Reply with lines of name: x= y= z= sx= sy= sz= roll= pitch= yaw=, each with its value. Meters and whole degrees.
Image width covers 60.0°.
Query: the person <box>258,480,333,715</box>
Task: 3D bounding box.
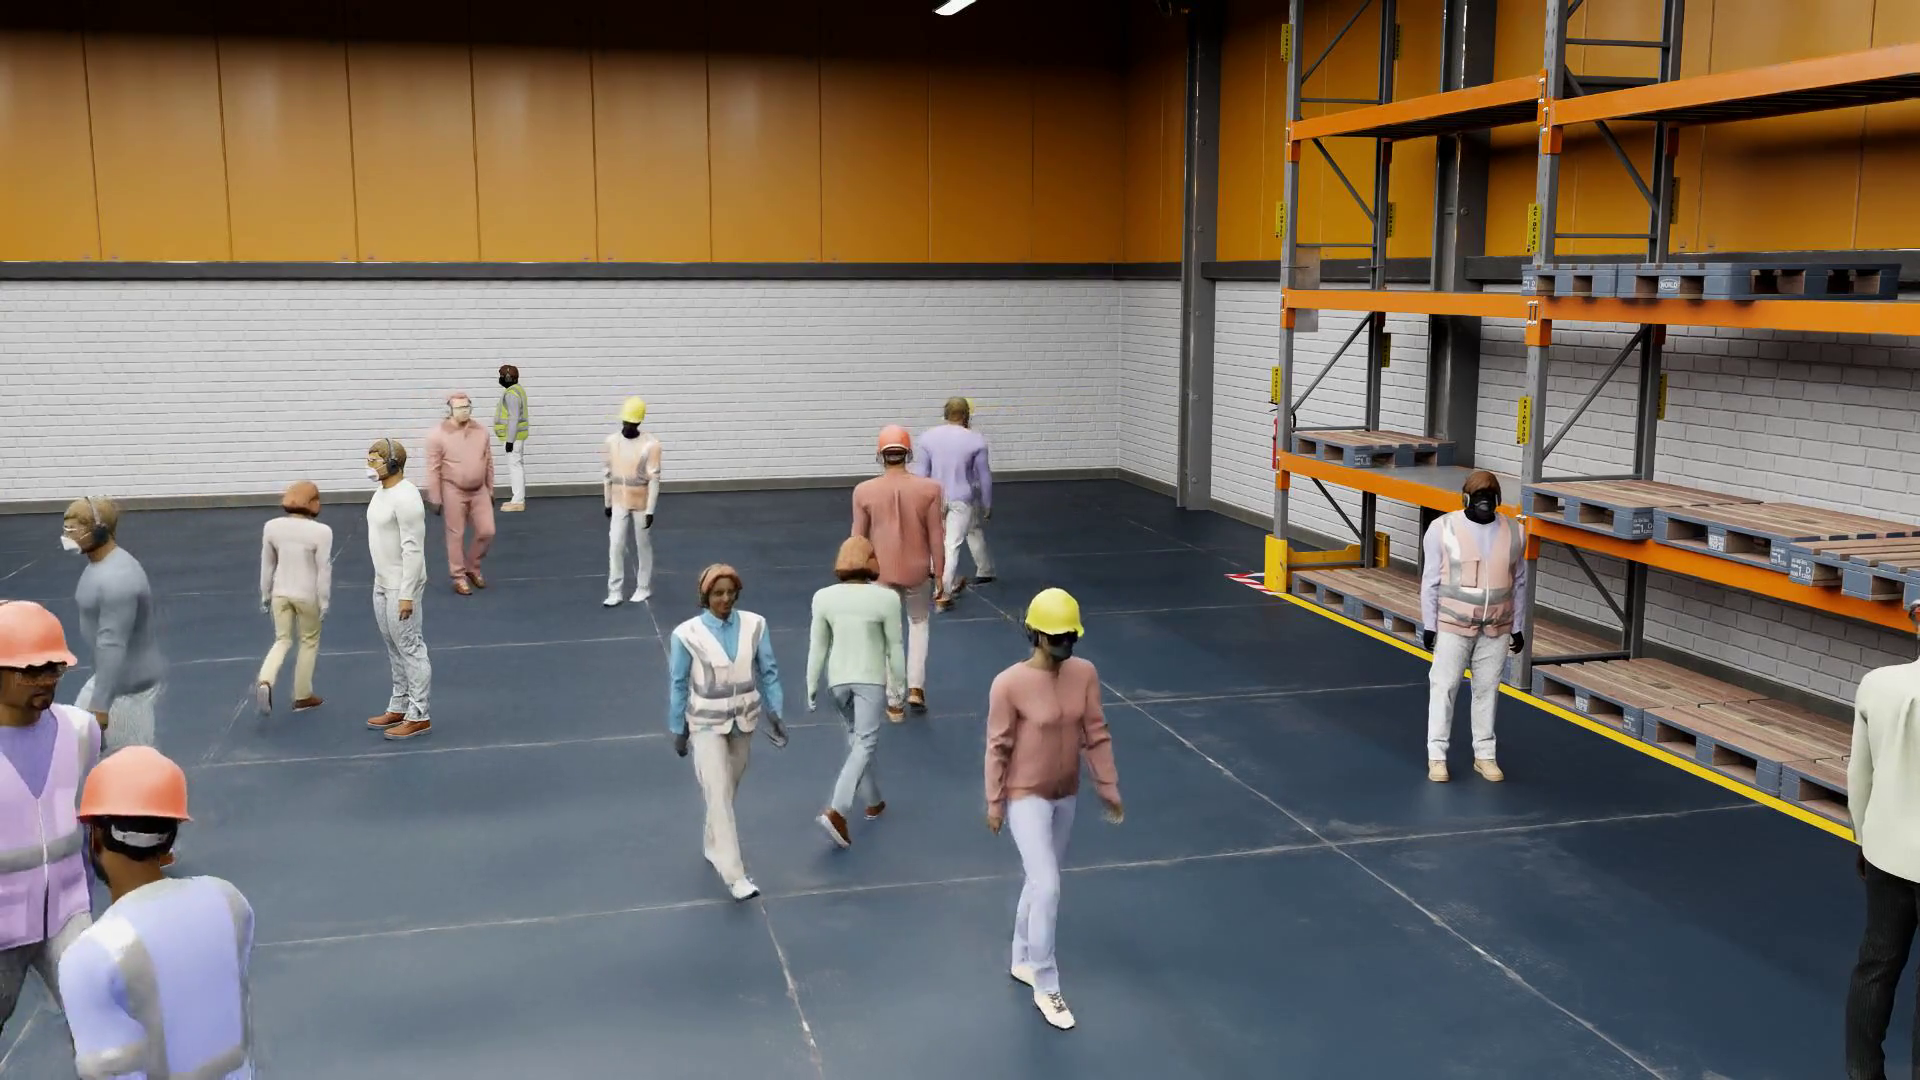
person: x=-4.488 y=0.405 z=11.161 sx=0.522 sy=1.604 sz=0.600 roll=2 pitch=9 yaw=9

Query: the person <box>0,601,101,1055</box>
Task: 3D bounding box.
person: x=-2.942 y=1.170 z=5.232 sx=1.073 sy=1.989 sz=0.602 roll=6 pitch=11 yaw=32

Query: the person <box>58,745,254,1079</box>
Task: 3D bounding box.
person: x=-1.807 y=1.427 z=3.864 sx=0.579 sy=1.890 sz=0.558 roll=3 pitch=10 yaw=19

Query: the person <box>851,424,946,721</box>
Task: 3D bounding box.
person: x=-0.413 y=0.213 z=11.154 sx=0.630 sy=1.980 sz=0.496 roll=-1 pitch=9 yaw=-3

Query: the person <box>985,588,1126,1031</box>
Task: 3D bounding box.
person: x=0.401 y=1.051 z=6.687 sx=0.530 sy=1.738 sz=0.693 roll=-7 pitch=12 yaw=-38

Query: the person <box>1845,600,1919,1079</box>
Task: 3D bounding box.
person: x=3.317 y=1.092 z=5.678 sx=0.391 sy=1.986 sz=0.609 roll=-3 pitch=10 yaw=-18

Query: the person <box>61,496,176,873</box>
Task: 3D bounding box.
person: x=-4.163 y=0.740 z=8.084 sx=0.586 sy=1.919 sz=0.651 roll=-7 pitch=11 yaw=-37

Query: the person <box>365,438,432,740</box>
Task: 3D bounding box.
person: x=-3.636 y=0.307 z=10.726 sx=0.372 sy=1.940 sz=0.631 roll=-7 pitch=11 yaw=-37

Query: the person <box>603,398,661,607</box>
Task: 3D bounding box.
person: x=-2.946 y=-0.330 z=14.876 sx=0.617 sy=1.877 sz=0.799 roll=2 pitch=9 yaw=15

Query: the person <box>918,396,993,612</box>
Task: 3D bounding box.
person: x=-0.014 y=-0.343 z=14.919 sx=0.654 sy=1.887 sz=0.977 roll=4 pitch=10 yaw=21

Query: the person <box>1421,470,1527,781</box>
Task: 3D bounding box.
person: x=3.020 y=0.507 z=9.776 sx=0.620 sy=1.845 sz=0.429 roll=0 pitch=9 yaw=-1

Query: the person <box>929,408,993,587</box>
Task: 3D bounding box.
person: x=-0.088 y=-0.433 z=15.799 sx=0.890 sy=1.786 sz=0.610 roll=0 pitch=9 yaw=-2

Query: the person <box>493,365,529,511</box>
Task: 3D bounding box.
person: x=-5.651 y=-1.284 z=20.955 sx=0.429 sy=1.843 sz=0.633 roll=-1 pitch=9 yaw=-9

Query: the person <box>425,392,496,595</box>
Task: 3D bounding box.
person: x=-4.593 y=-0.426 z=15.420 sx=0.674 sy=1.894 sz=0.431 roll=-8 pitch=12 yaw=-43

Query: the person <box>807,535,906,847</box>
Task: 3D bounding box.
person: x=-0.570 y=0.781 z=8.843 sx=0.518 sy=1.595 sz=0.795 roll=3 pitch=10 yaw=17

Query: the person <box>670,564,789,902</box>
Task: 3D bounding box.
person: x=-1.106 y=0.912 z=8.019 sx=0.516 sy=1.595 sz=0.855 roll=-6 pitch=11 yaw=-35
